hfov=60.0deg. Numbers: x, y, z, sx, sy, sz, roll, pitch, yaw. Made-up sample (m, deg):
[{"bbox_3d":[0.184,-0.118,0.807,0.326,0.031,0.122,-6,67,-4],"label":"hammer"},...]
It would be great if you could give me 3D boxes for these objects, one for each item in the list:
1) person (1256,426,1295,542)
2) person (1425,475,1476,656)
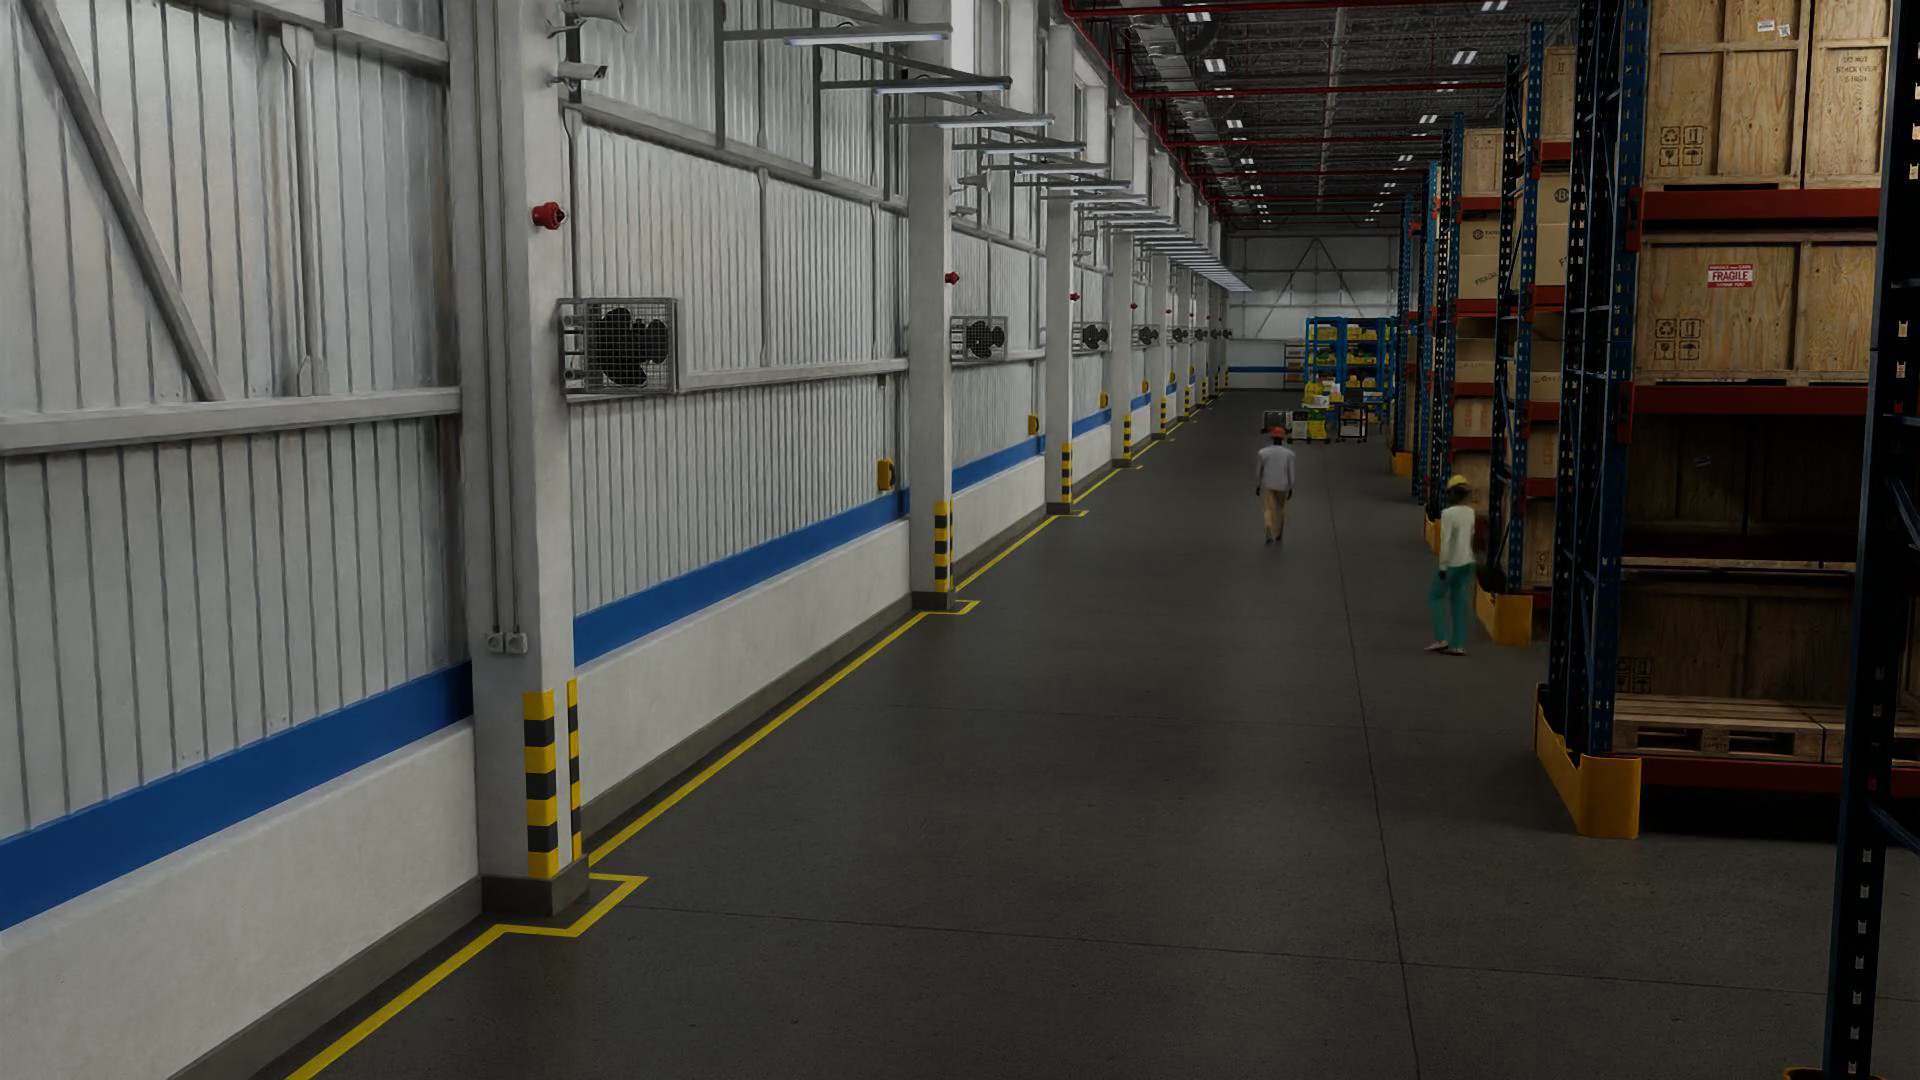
[{"bbox_3d":[4.634,-0.812,24.430,0.564,1.735,0.683,1,7,8],"label":"person"},{"bbox_3d":[4.724,0.242,15.989,0.586,1.724,0.465,-6,9,-39],"label":"person"}]
